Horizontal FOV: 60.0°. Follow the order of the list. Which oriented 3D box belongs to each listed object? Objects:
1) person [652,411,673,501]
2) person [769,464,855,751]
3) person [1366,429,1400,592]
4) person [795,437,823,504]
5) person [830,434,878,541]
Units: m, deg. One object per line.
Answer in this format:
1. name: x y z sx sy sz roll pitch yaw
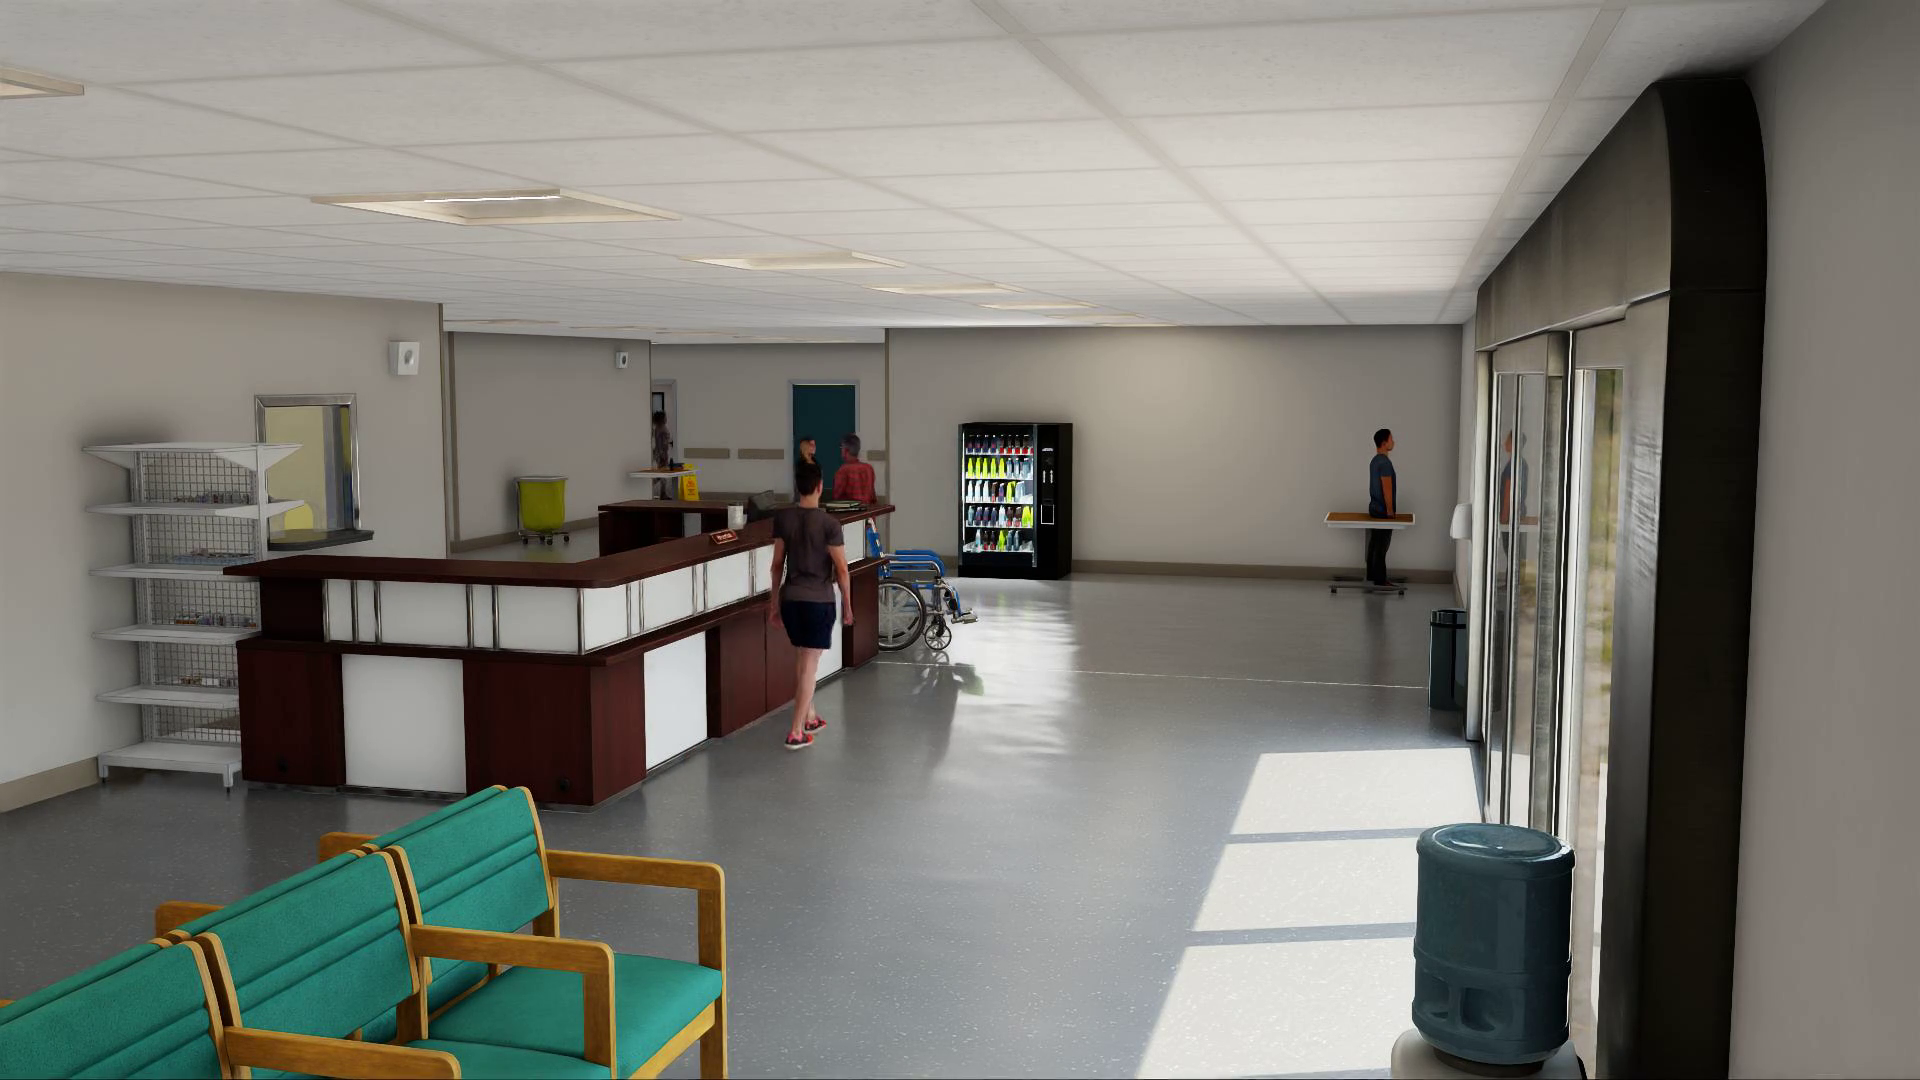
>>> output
1. person: -5.729 -1.577 31.472 0.835 1.704 0.650 1 6 6
2. person: -1.021 0.449 10.722 0.815 1.828 0.761 2 6 21
3. person: 4.751 -0.350 18.751 0.643 1.810 0.703 0 6 -2
4. person: -1.920 -0.411 20.146 0.842 1.652 0.696 3 6 26
5. person: -0.991 -0.126 16.546 1.126 1.806 0.963 5 7 39
